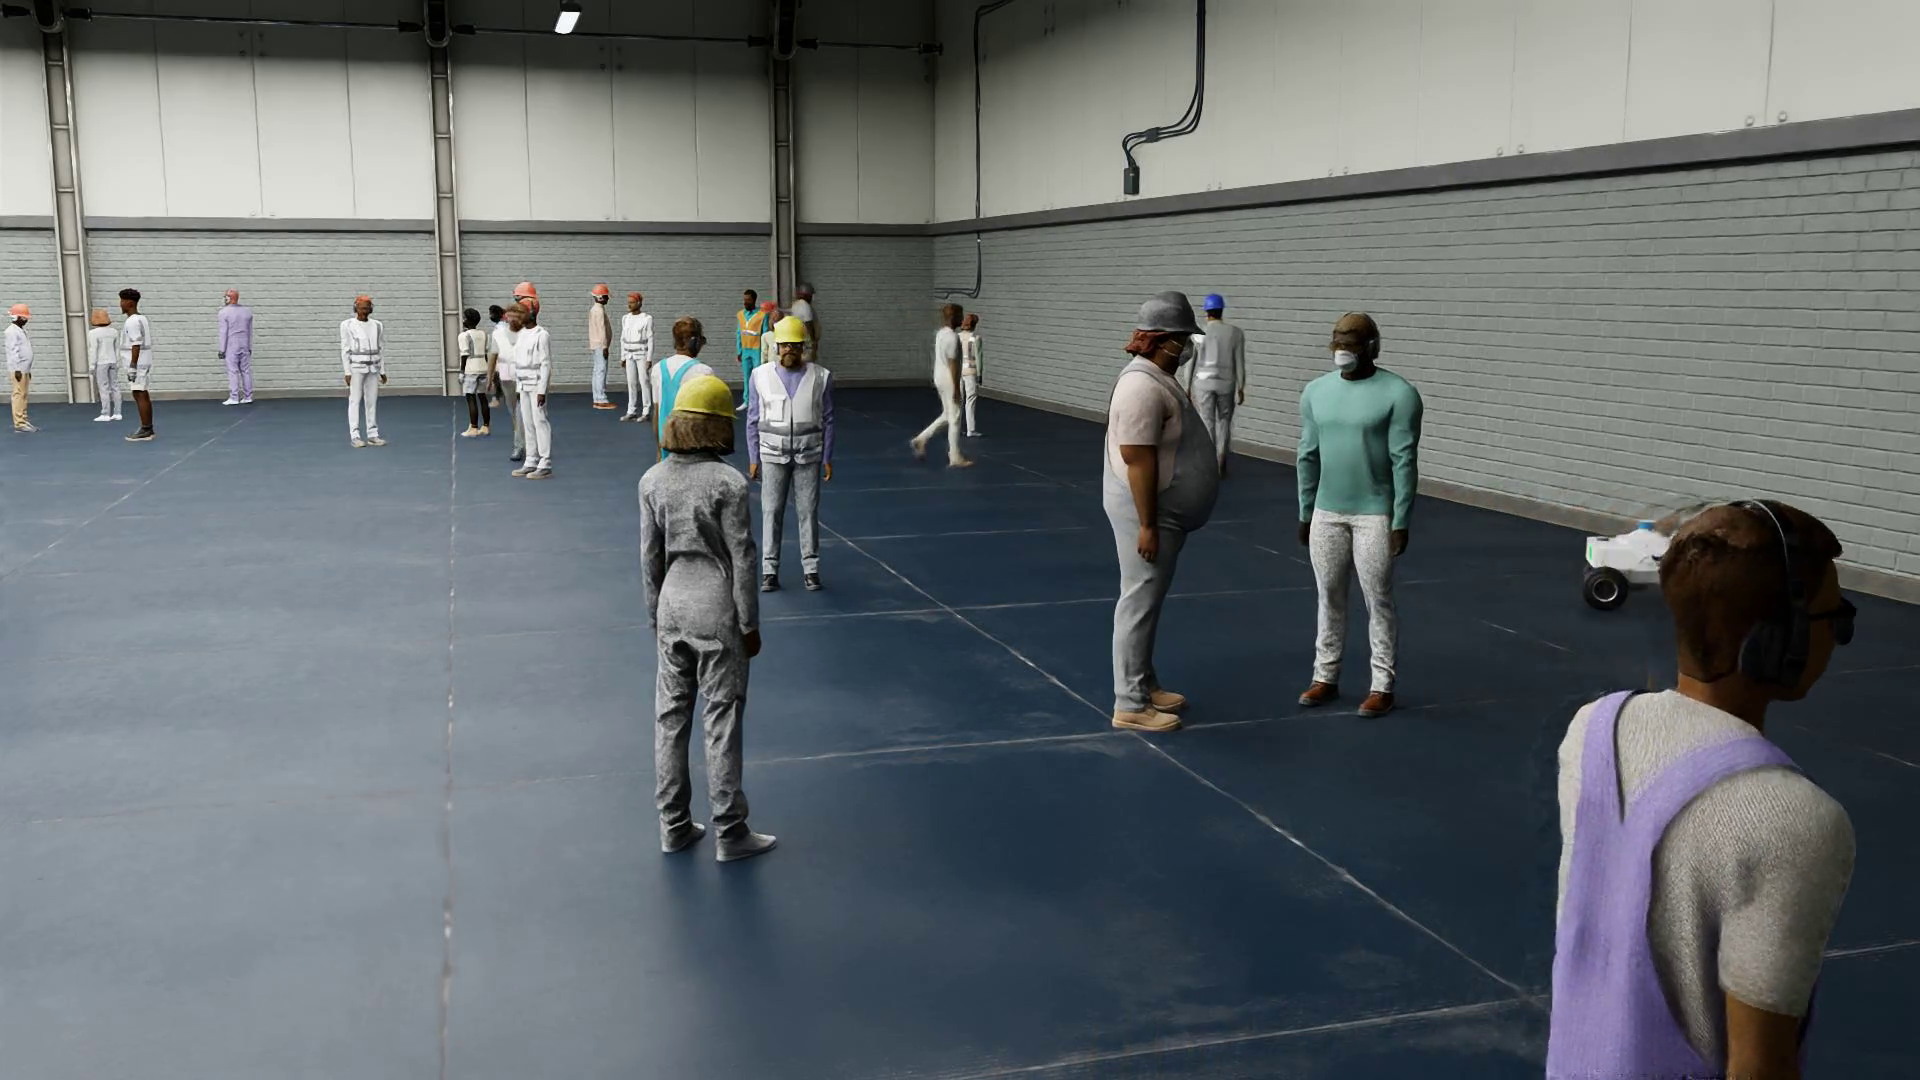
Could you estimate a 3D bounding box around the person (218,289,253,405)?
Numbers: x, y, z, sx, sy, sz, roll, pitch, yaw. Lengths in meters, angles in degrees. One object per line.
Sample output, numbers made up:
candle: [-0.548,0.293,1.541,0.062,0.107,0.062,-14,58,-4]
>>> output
person: [-12.061,-3.202,27.650,0.409,1.913,0.647,4,10,25]

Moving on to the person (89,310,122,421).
person: [-12.575,-2.565,24.455,0.276,1.635,0.505,3,9,19]

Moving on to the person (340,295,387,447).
person: [-7.416,-2.103,20.719,0.362,1.886,0.575,7,11,38]

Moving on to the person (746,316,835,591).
person: [-1.127,-0.569,11.095,0.589,1.833,0.404,-1,9,-8]

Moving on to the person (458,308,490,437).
person: [-6.423,-2.207,21.966,0.315,1.700,0.541,4,10,24]

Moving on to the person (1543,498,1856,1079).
person: [1.027,0.832,2.304,0.982,1.794,0.516,-3,9,-20]

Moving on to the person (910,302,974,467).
person: [-0.178,-1.694,18.291,0.612,1.833,0.510,-3,9,-19]

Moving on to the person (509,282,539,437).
person: [-5.429,-2.191,20.789,0.394,2.040,0.608,-3,9,-20]

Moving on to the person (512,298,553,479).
person: [-4.476,-1.579,17.386,0.355,1.882,0.575,-8,12,-42]

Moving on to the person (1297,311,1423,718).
person: [1.892,-0.122,7.959,0.625,1.931,0.378,8,12,40]

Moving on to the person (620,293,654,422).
person: [-4.722,-2.661,24.290,0.573,1.883,0.356,5,10,28]

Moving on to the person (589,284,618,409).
person: [-5.772,-3.107,26.773,0.375,1.995,0.610,-4,10,-24]

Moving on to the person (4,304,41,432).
person: [-12.793,-2.342,22.695,0.339,1.741,0.563,-3,9,-17]

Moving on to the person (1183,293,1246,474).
person: [2.658,-1.612,17.447,0.633,1.919,0.751,0,9,3]

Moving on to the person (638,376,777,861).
person: [-0.912,0.281,5.991,0.483,1.735,0.315,5,10,29]

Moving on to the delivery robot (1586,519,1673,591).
delivery robot: [4.332,0.114,10.506,0.707,0.478,0.477,3,10,20]

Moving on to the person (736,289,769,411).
person: [-3.265,-2.992,26.286,0.590,1.920,0.398,5,10,29]

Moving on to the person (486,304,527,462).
person: [-5.132,-1.829,19.275,0.586,1.798,0.981,1,9,6]

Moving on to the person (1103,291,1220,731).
person: [0.940,-0.149,7.757,0.536,2.000,0.683,2,9,11]

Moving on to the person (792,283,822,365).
person: [-2.681,-3.671,30.229,0.820,2.000,0.698,-3,9,-18]

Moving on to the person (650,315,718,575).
person: [-1.841,-0.585,11.198,0.511,1.837,0.353,5,10,28]

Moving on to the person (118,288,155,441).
person: [-10.650,-2.266,21.500,0.361,1.964,0.614,-2,9,-15]

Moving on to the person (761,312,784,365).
person: [-2.522,-2.359,23.183,0.499,1.627,0.280,0,9,-1]

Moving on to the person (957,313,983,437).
person: [0.101,-2.179,22.024,0.316,1.630,0.510,-8,12,-43]
